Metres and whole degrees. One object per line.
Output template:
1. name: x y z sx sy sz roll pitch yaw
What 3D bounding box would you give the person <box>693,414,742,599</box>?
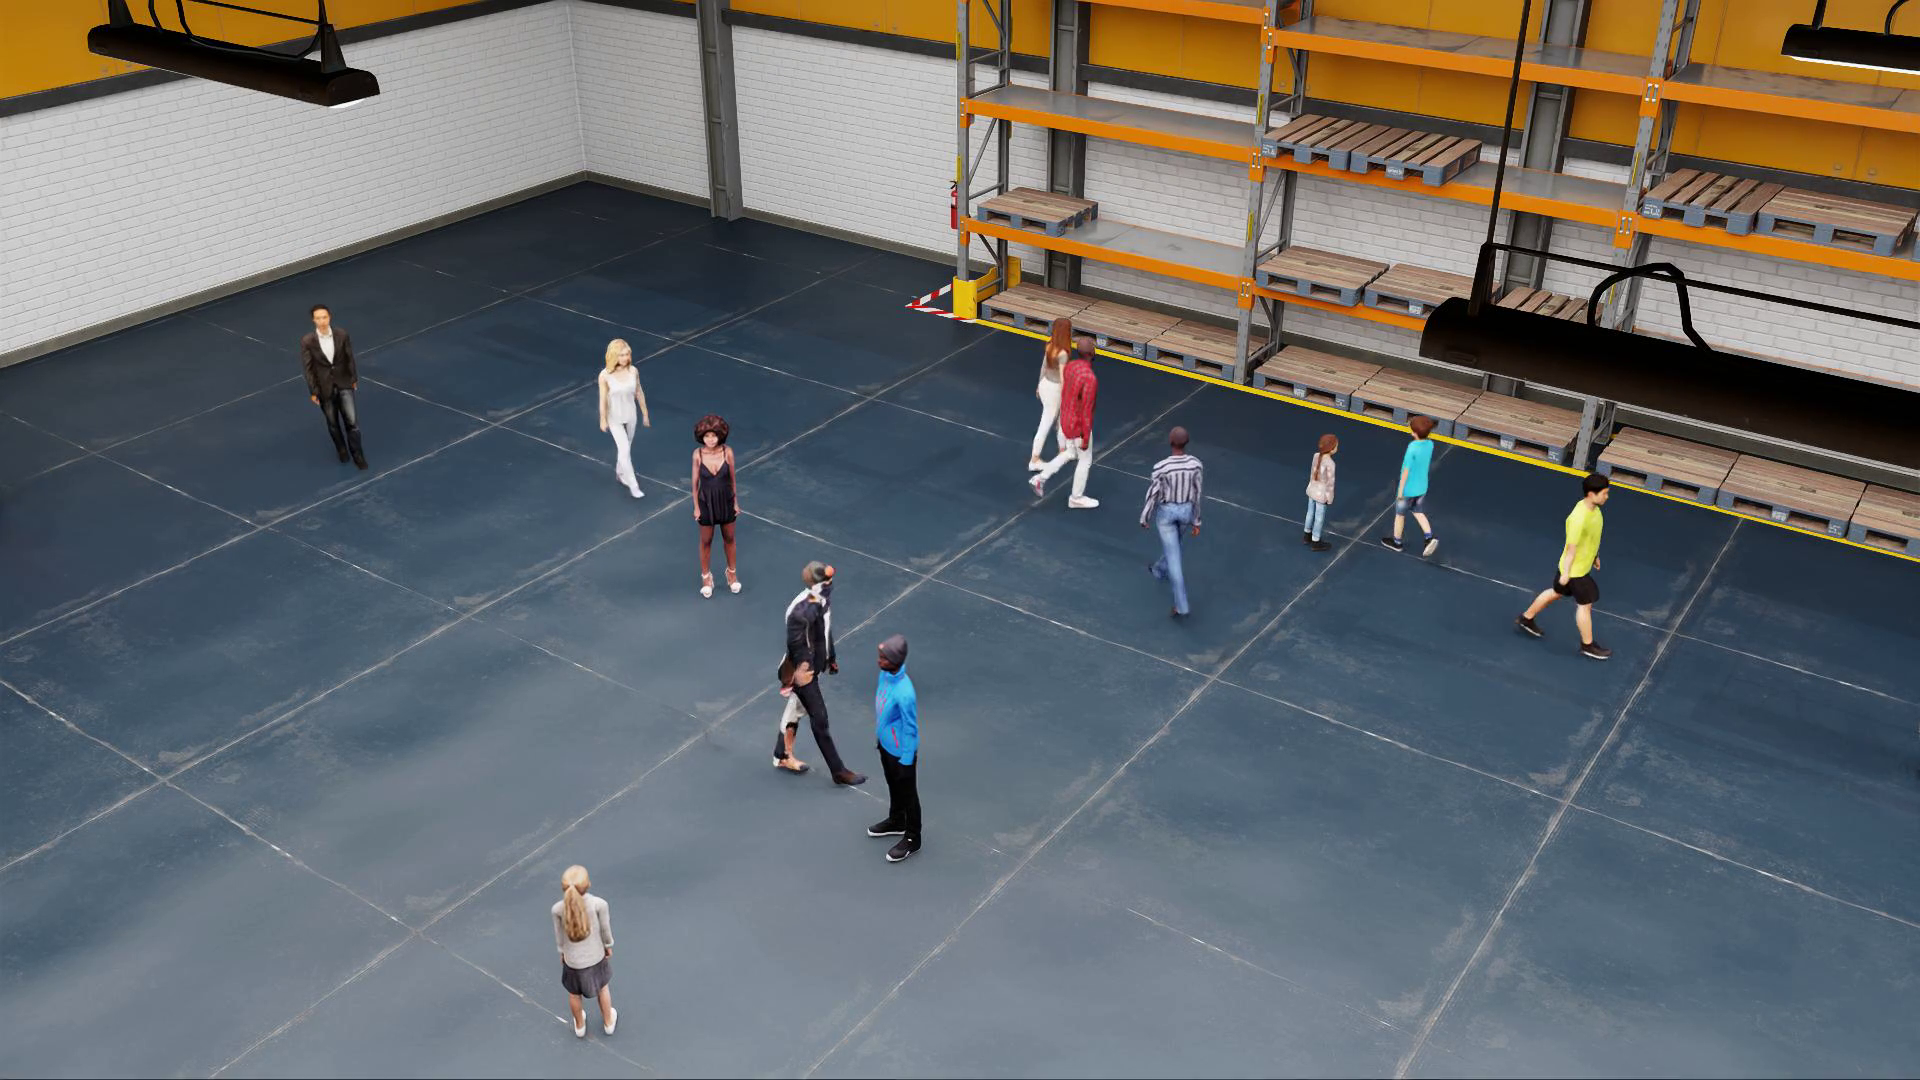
1. person: -2.195 -0.311 14.996 0.661 1.788 0.708 -8 30 -14

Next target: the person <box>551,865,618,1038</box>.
1. person: -2.330 2.544 10.298 0.598 1.275 0.656 -6 29 -10

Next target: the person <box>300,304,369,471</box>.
1. person: -6.600 -1.646 17.451 0.924 1.781 1.056 -13 31 -23

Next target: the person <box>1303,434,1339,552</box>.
1. person: 3.439 -0.470 15.906 0.605 1.195 0.521 -12 31 -21

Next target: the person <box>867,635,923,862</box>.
1. person: -0.430 1.446 11.769 0.752 1.793 0.634 -13 31 -23

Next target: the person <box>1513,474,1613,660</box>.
1. person: 5.187 0.181 14.215 1.122 1.673 0.747 14 31 23

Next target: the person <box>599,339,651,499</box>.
1. person: -3.477 -1.281 16.926 0.777 1.643 0.995 -21 35 -34

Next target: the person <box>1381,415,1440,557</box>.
1. person: 4.334 -0.498 15.705 0.712 1.437 0.894 -18 34 -30

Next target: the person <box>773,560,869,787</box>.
1. person: -1.251 0.986 12.552 1.157 1.851 0.951 8 30 14

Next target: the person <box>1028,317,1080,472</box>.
1. person: 0.875 -1.489 17.248 0.954 1.699 0.913 -9 30 -16

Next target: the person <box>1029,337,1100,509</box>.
1. person: 1.094 -1.133 16.490 1.051 1.801 1.031 -11 31 -20

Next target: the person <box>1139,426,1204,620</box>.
1. person: 1.920 -0.105 14.671 1.123 1.738 1.269 -9 30 -15
